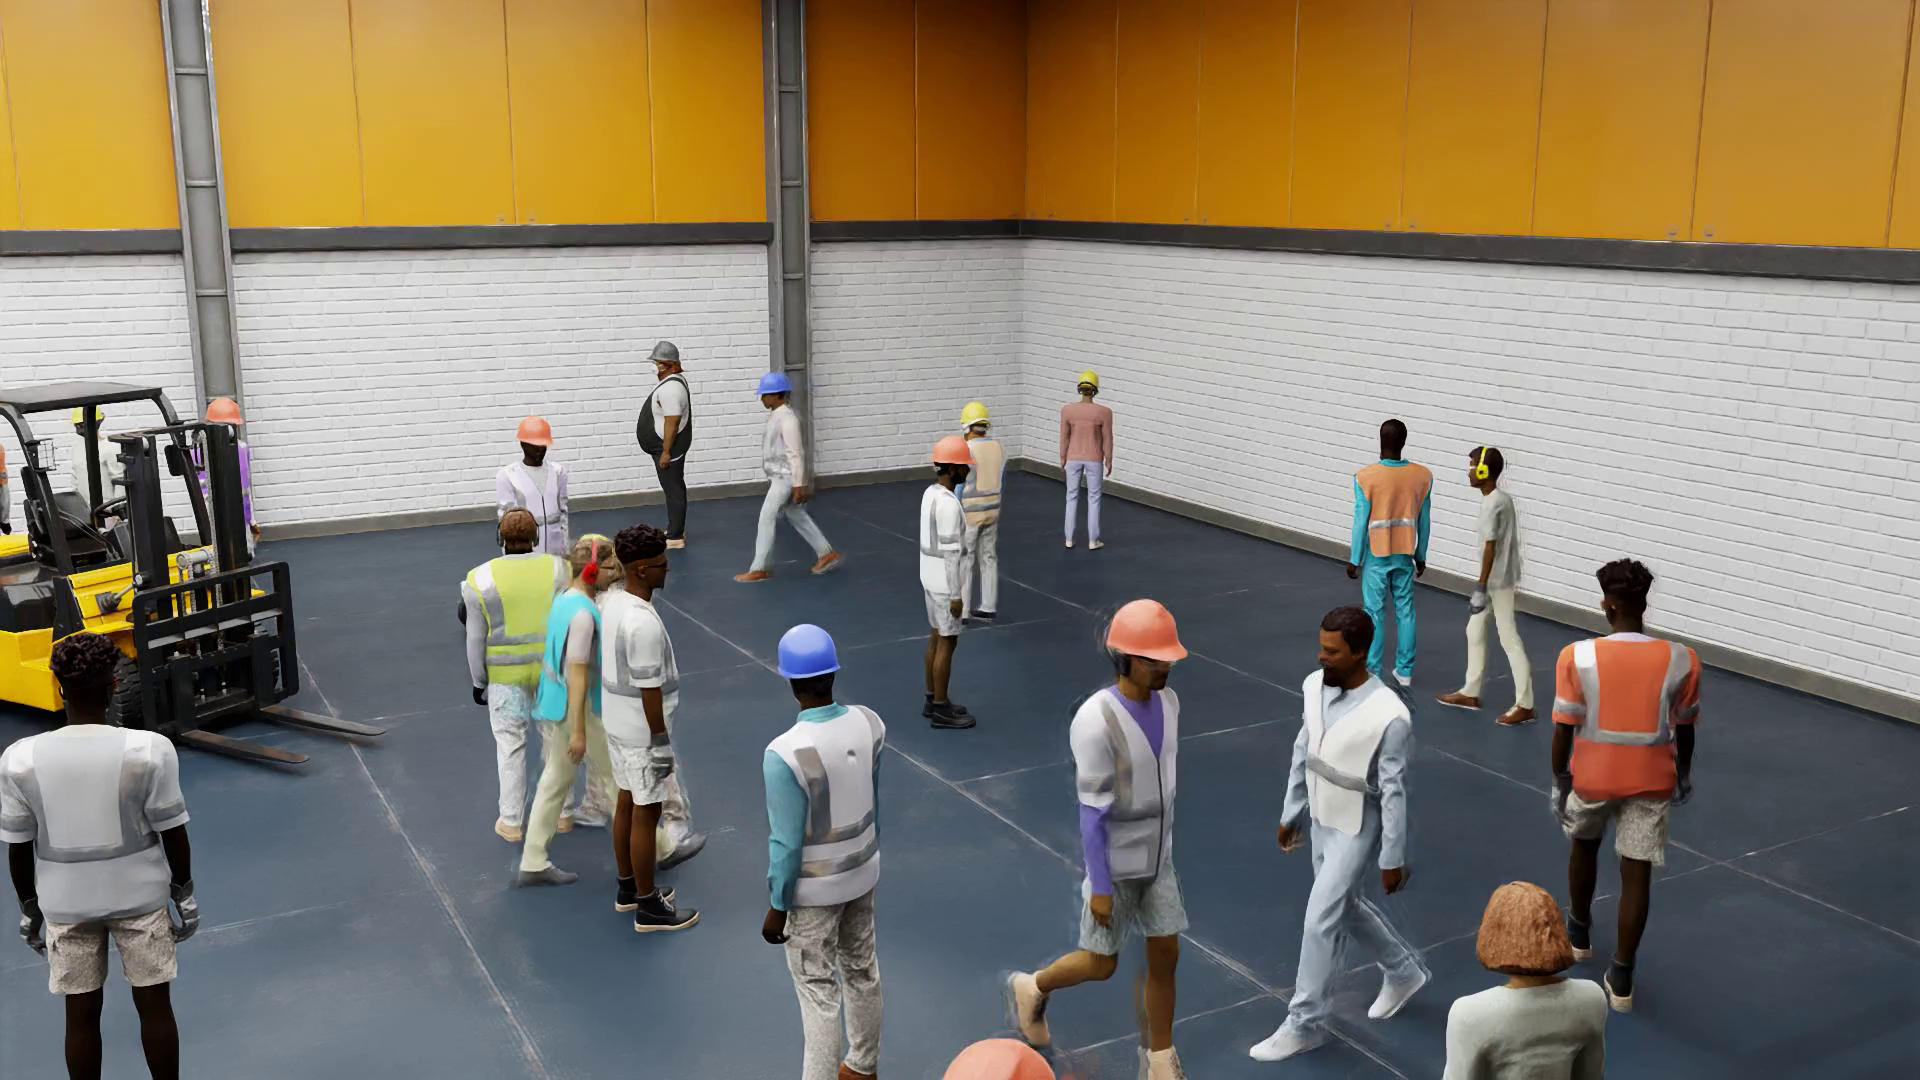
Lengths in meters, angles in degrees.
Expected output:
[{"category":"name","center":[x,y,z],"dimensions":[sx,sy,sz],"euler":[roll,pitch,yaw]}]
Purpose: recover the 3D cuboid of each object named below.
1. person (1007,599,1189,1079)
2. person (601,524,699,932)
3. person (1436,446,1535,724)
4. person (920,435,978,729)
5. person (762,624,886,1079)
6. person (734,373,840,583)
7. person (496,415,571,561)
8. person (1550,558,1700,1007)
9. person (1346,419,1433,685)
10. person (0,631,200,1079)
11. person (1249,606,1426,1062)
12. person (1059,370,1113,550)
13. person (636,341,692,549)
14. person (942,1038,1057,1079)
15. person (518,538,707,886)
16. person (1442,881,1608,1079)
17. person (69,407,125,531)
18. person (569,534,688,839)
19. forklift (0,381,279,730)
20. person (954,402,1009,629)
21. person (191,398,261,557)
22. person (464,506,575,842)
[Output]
[{"category":"person","center":[0.603,1.190,6.454],"dimensions":[0.612,2.024,0.865],"euler":[-12,17,-43]},{"category":"person","center":[-1.523,0.888,7.973],"dimensions":[0.373,1.966,0.607],"euler":[-6,13,-25]},{"category":"person","center":[3.575,0.302,11.083],"dimensions":[0.655,1.829,0.511],"euler":[4,13,19]},{"category":"person","center":[-0.068,0.272,10.939],"dimensions":[0.378,1.933,0.552],"euler":[-3,12,-13]},{"category":"person","center":[-0.519,1.268,6.247],"dimensions":[0.402,1.944,0.605],"euler":[8,15,34]},{"category":"person","center":[-1.545,-0.574,15.014],"dimensions":[0.988,1.899,0.621],"euler":[-4,13,-16]},{"category":"person","center":[-3.016,0.067,11.893],"dimensions":[0.544,1.937,0.358],"euler":[-11,16,-41]},{"category":"person","center":[2.939,1.024,7.408],"dimensions":[0.628,1.927,0.857],"euler":[4,13,17]},{"category":"person","center":[3.043,0.102,11.774],"dimensions":[0.597,1.916,0.372],"euler":[-3,12,-12]},{"category":"person","center":[-3.110,1.295,6.068],"dimensions":[0.613,1.963,0.362],"euler":[-3,12,-12]},{"category":"person","center":[1.615,1.170,6.848],"dimensions":[0.889,1.886,0.592],"euler":[-5,13,-21]},{"category":"person","center":[1.234,-0.777,16.277],"dimensions":[0.532,1.758,0.345],"euler":[3,12,15]},{"category":"person","center":[-2.906,-0.938,16.358],"dimensions":[0.537,2.000,0.682],"euler":[-1,12,-5]},{"category":"person","center":[0.069,1.861,3.421],"dimensions":[1.061,1.972,0.704],"euler":[-7,14,-30]},{"category":"person","center":[-1.827,0.876,8.449],"dimensions":[0.985,1.783,0.585],"euler":[-5,13,-21]},{"category":"person","center":[1.571,1.756,4.717],"dimensions":[0.504,1.627,0.275],"euler":[-3,12,-14]},{"category":"person","center":[-7.215,-0.279,13.918],"dimensions":[0.529,1.768,0.312],"euler":[4,13,18]},{"category":"person","center":[-1.841,0.809,9.013],"dimensions":[0.702,1.689,0.557],"euler":[-4,13,-17]},{"category":"forklift","center":[-5.853,0.085,11.199],"dimensions":[2.313,2.155,1.214],"euler":[7,14,28]},{"category":"person","center":[0.119,-0.198,13.398],"dimensions":[0.603,1.827,0.403],"euler":[-10,15,-38]},{"category":"person","center":[-5.636,-0.139,12.865],"dimensions":[0.376,1.933,0.551],"euler":[4,13,20]},{"category":"person","center":[-2.357,0.724,9.040],"dimensions":[0.627,1.844,0.429],"euler":[-6,13,-24]}]
